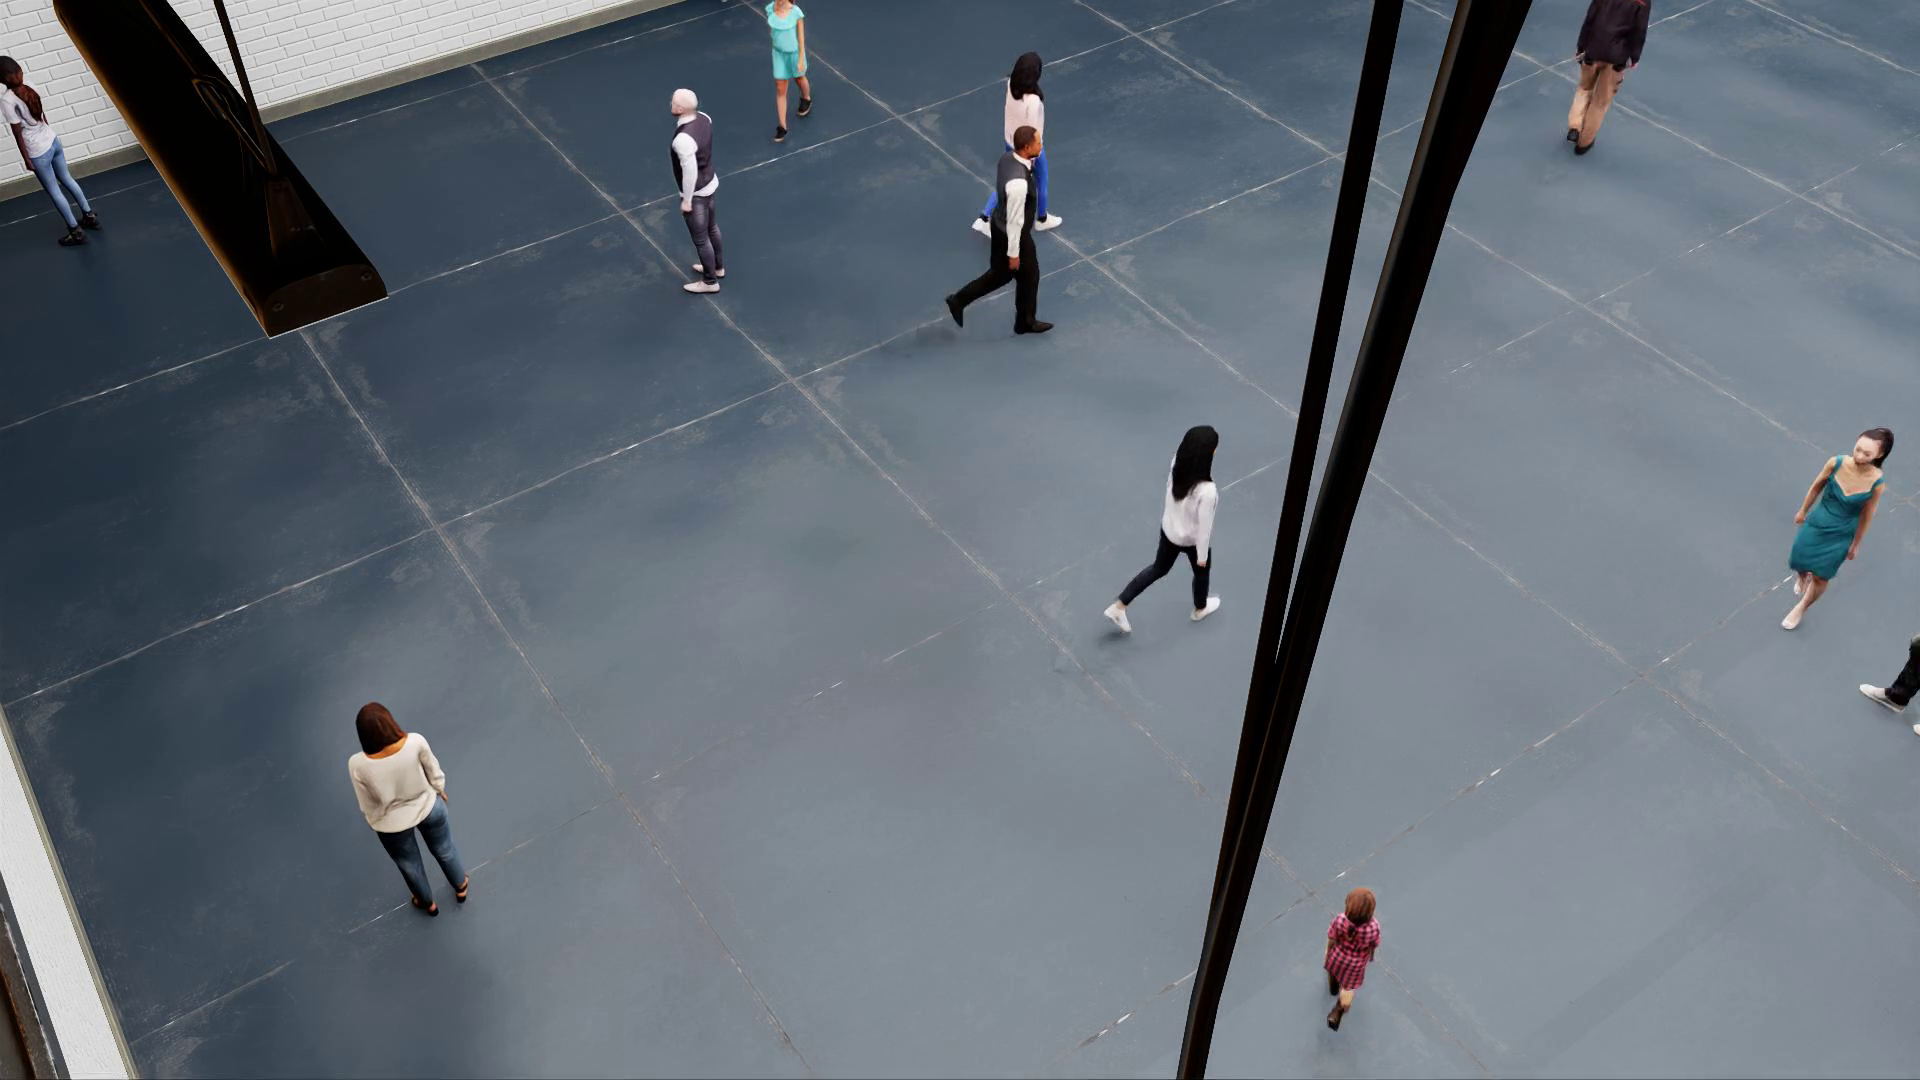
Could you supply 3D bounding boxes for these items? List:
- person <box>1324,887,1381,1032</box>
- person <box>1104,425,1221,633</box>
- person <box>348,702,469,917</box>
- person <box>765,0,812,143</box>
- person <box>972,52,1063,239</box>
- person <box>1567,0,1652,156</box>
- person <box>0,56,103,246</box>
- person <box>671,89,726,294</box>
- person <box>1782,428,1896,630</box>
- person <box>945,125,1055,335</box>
[{"bbox_3d":[2.083,2.227,8.896,0.631,1.014,0.742,14,45,14],"label":"person"},{"bbox_3d":[1.361,-0.015,10.778,1.106,1.665,0.733,-19,47,-19],"label":"person"},{"bbox_3d":[-3.049,1.495,9.181,0.501,1.682,0.693,-22,48,-21],"label":"person"},{"bbox_3d":[-1.586,-4.616,15.716,0.976,1.516,1.112,12,45,12],"label":"person"},{"bbox_3d":[0.461,-3.330,14.206,1.102,1.737,0.673,-23,48,-23],"label":"person"},{"bbox_3d":[5.871,-4.389,15.188,0.825,1.916,0.812,24,48,23],"label":"person"},{"bbox_3d":[-7.847,-3.344,14.233,0.704,1.719,0.655,4,44,5],"label":"person"},{"bbox_3d":[-2.158,-2.868,13.658,0.831,1.824,0.770,7,44,7],"label":"person"},{"bbox_3d":[5.729,-0.099,10.861,0.659,1.673,0.728,32,52,29],"label":"person"},{"bbox_3d":[0.316,-2.402,13.124,1.220,1.885,0.973,-7,44,-7],"label":"person"}]
